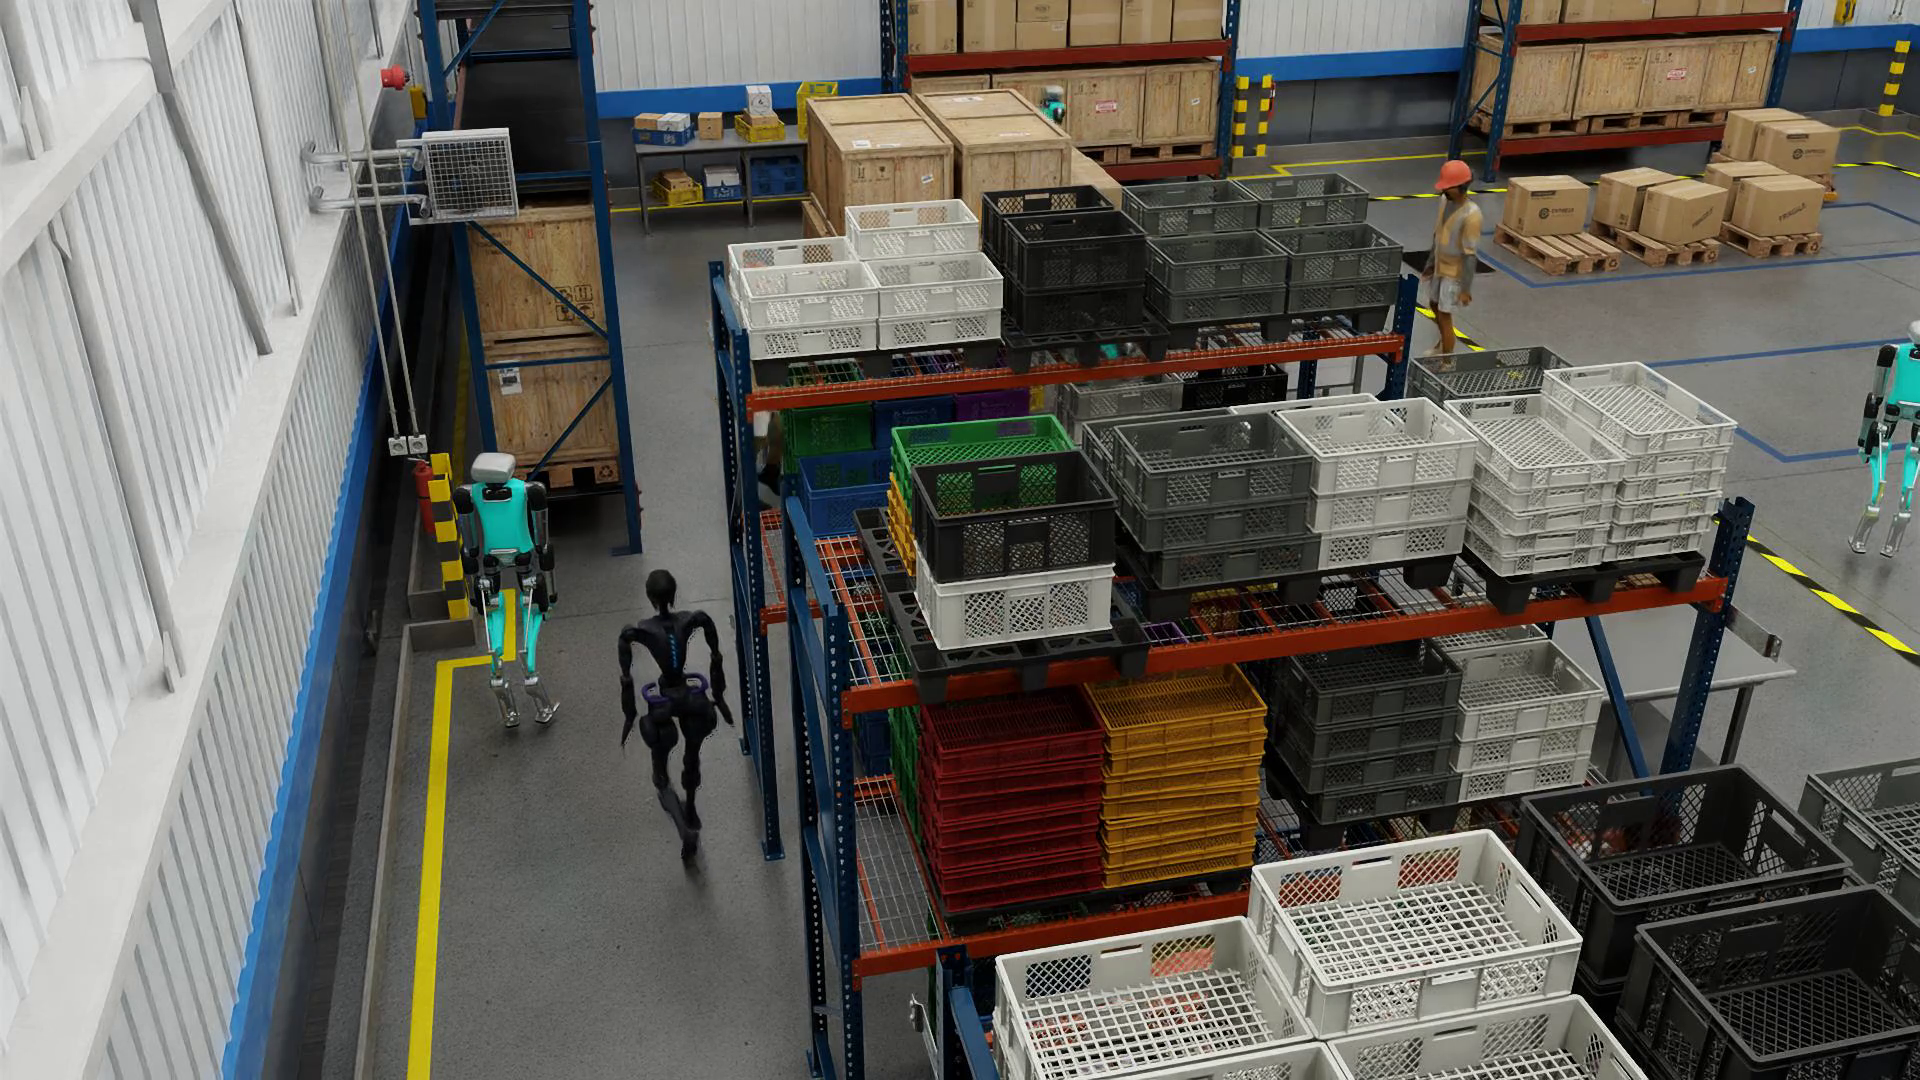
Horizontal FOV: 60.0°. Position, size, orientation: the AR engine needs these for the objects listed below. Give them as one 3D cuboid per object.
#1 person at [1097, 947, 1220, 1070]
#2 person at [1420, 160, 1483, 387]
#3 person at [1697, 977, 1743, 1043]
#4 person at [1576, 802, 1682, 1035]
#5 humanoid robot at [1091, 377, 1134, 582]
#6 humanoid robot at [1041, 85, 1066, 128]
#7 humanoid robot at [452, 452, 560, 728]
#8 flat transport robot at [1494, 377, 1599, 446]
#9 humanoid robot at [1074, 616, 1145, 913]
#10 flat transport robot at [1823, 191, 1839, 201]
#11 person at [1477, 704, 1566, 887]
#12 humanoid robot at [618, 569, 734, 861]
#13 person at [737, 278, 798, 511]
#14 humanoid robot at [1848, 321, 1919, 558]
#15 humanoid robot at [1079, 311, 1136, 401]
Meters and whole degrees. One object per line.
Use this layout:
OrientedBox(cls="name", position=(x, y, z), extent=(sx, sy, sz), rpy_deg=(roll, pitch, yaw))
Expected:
OrientedBox(cls="person", position=(0.774, 2.243, 5.920), extent=(0.763, 2.010, 0.634), rpy_deg=(-14, 31, -24))
OrientedBox(cls="person", position=(4.355, -2.392, 14.720), extent=(0.605, 2.011, 0.843), rpy_deg=(-4, 28, -8))
OrientedBox(cls="person", position=(2.667, 2.270, 6.086), extent=(0.868, 1.797, 0.664), rpy_deg=(-13, 30, -22))
OrientedBox(cls="person", position=(2.637, 1.850, 6.779), extent=(0.472, 1.904, 0.598), rpy_deg=(-8, 29, -14))
OrientedBox(cls="humanoid robot", position=(0.954, -0.346, 11.257), extent=(0.599, 1.639, 0.805), rpy_deg=(23, 35, 37))
OrientedBox(cls="humanoid robot", position=(0.753, -4.096, 18.278), extent=(1.057, 1.733, 0.542), rpy_deg=(-6, 28, -11))
OrientedBox(cls="humanoid robot", position=(-2.621, 0.373, 9.620), extent=(0.533, 1.677, 0.735), rpy_deg=(-2, 28, -4))
OrientedBox(cls="flat transport robot", position=(4.780, -1.036, 14.013), extent=(0.659, 0.231, 1.431), rpy_deg=(-6, 28, -12))
OrientedBox(cls="humanoid robot", position=(0.717, 1.254, 8.097), extent=(0.530, 1.789, 0.784), rpy_deg=(-6, 28, -11))
OrientedBox(cls="flat transport robot", position=(9.771, -4.240, 20.062), extent=(1.431, 0.197, 0.652), rpy_deg=(-6, 28, -12))
OrientedBox(cls="person", position=(2.541, 1.462, 7.702), extent=(0.500, 1.730, 0.352), rpy_deg=(-15, 31, -27))
OrientedBox(cls="humanoid robot", position=(-1.480, 0.920, 8.800), extent=(0.608, 1.633, 0.593), rpy_deg=(-12, 30, -22))
OrientedBox(cls="person", position=(-1.444, -1.116, 12.402), extent=(0.500, 1.908, 0.566), rpy_deg=(15, 31, 26))
OrientedBox(cls="humanoid robot", position=(6.519, -0.634, 11.534), extent=(0.533, 1.674, 0.735), rpy_deg=(13, 30, 23))
OrientedBox(cls="humanoid robot", position=(0.777, -0.807, 12.034), extent=(0.984, 1.771, 0.539), rpy_deg=(-14, 31, -25))
